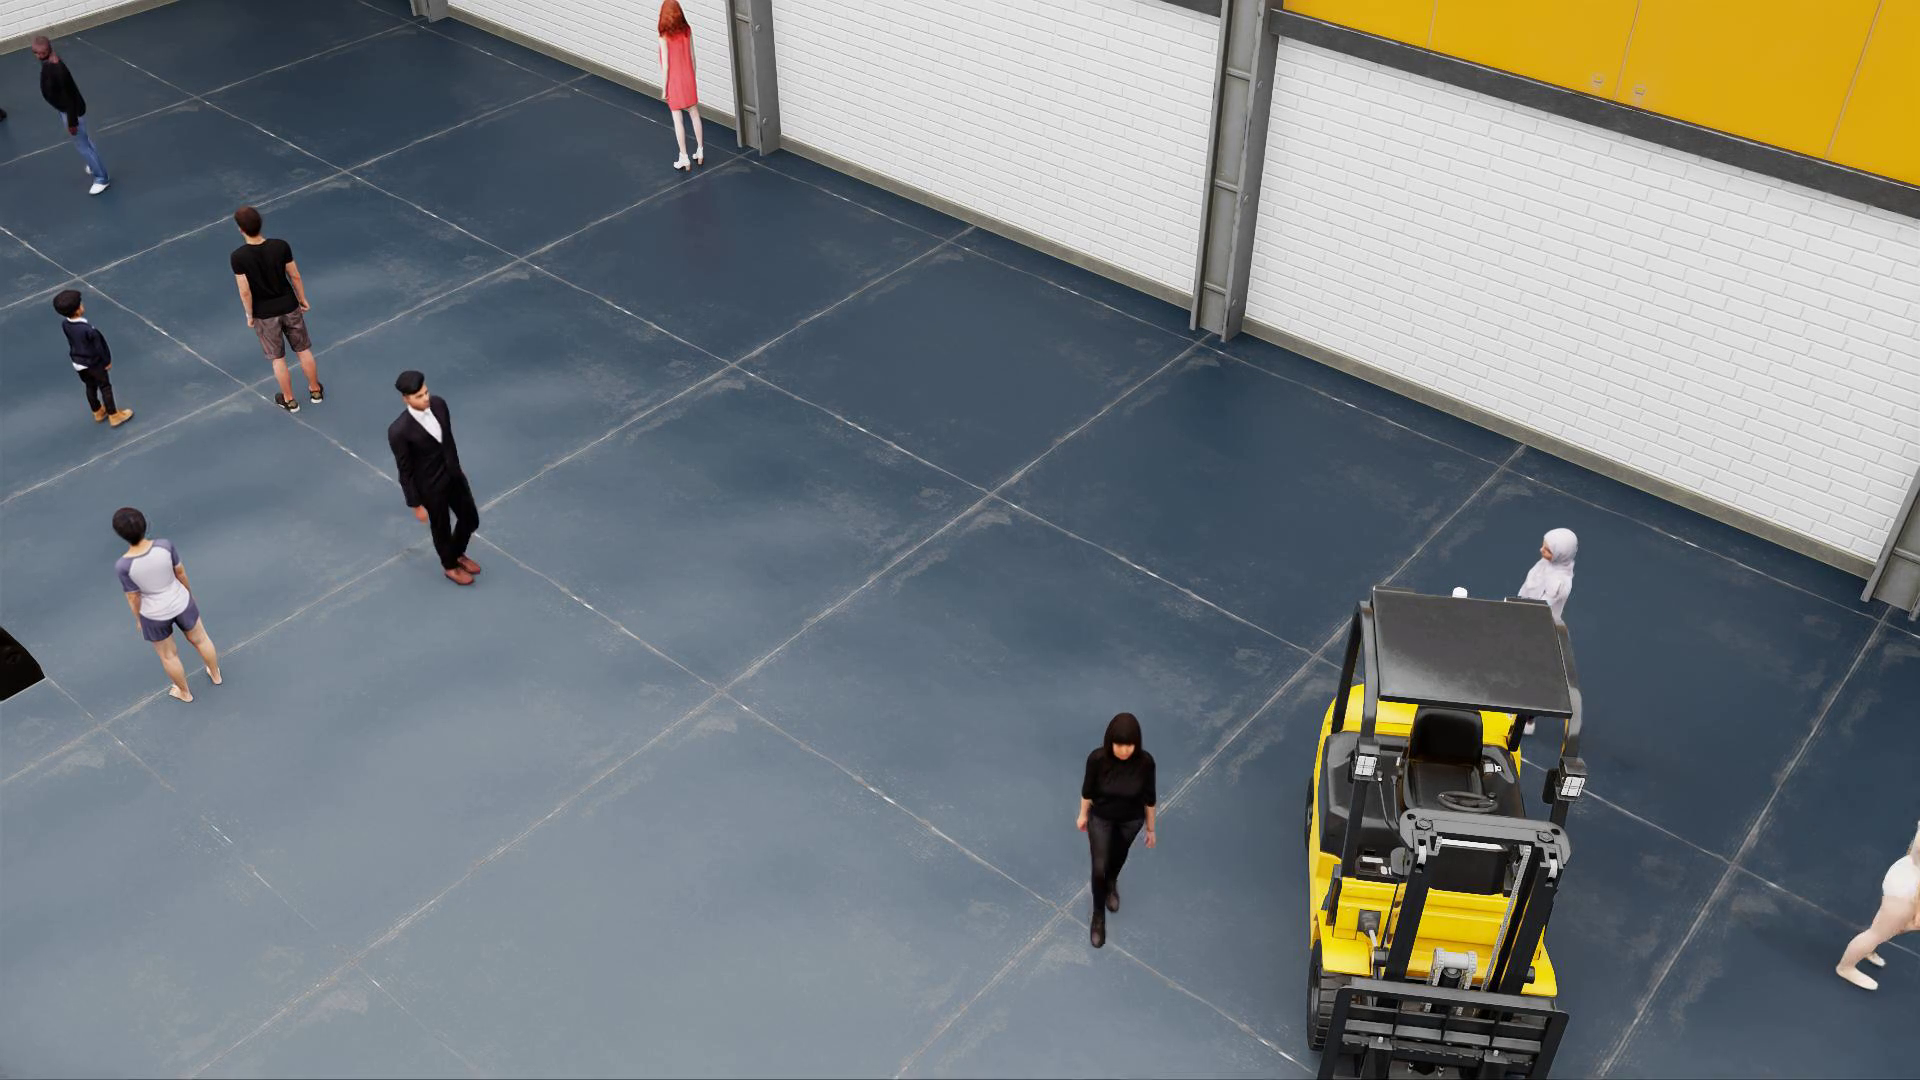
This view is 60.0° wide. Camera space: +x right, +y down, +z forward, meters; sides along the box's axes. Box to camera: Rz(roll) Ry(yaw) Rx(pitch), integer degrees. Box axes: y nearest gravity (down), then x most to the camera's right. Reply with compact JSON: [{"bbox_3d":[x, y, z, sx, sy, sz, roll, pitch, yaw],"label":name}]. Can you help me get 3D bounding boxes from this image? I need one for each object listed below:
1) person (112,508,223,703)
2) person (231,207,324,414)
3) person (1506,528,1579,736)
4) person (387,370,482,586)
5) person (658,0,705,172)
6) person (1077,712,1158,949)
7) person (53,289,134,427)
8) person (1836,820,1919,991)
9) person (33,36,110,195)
[{"bbox_3d":[-5.350,0.430,11.178,0.536,1.567,0.571,31,48,33],"label":"person"},{"bbox_3d":[-5.723,-1.929,13.895,0.734,1.862,0.656,-25,45,-28],"label":"person"},{"bbox_3d":[3.810,0.644,10.754,0.768,1.759,0.739,12,40,14],"label":"person"},{"bbox_3d":[-3.858,-0.467,12.056,0.659,1.871,0.763,21,43,24],"label":"person"},{"bbox_3d":[-2.943,-4.795,17.511,0.525,1.826,0.615,32,48,33],"label":"person"},{"bbox_3d":[0.907,1.552,9.722,0.847,1.629,0.900,-1,39,-2],"label":"person"},{"bbox_3d":[-7.290,-1.524,13.901,0.469,1.221,0.602,15,41,18],"label":"person"},{"bbox_3d":[5.210,1.902,9.281,0.569,1.634,0.590,23,44,26],"label":"person"},{"bbox_3d":[-9.148,-4.432,17.144,0.897,1.717,0.604,-19,43,-23],"label":"person"}]
